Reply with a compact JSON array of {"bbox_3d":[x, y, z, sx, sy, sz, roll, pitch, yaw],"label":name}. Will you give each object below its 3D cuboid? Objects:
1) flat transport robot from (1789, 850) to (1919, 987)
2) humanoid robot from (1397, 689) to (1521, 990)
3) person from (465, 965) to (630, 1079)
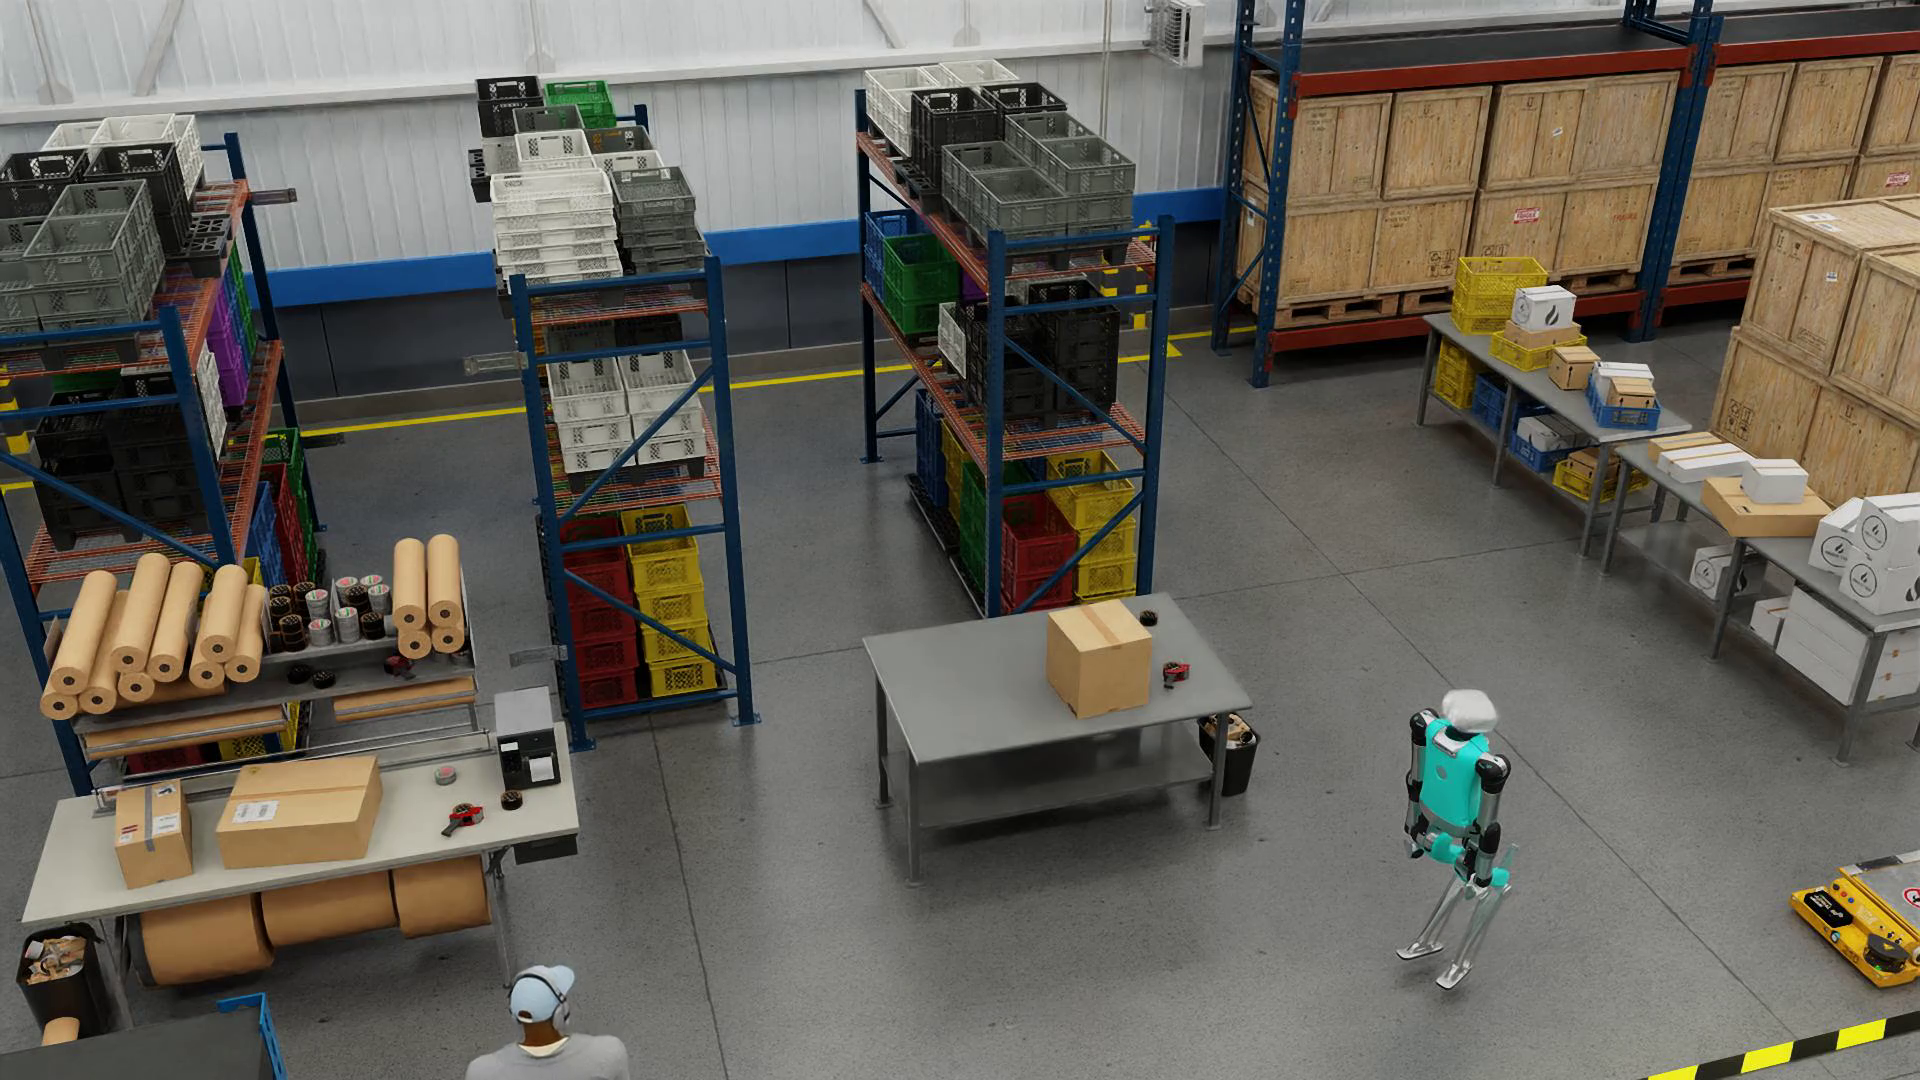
[{"bbox_3d":[5.163,1.916,8.676,1.431,0.231,0.659,-8,30,-14],"label":"flat transport robot"},{"bbox_3d":[2.475,1.387,7.974,0.735,1.676,0.533,-17,33,-28],"label":"humanoid robot"},{"bbox_3d":[-1.495,2.335,6.273,0.590,1.848,0.401,-7,30,-12],"label":"person"}]
